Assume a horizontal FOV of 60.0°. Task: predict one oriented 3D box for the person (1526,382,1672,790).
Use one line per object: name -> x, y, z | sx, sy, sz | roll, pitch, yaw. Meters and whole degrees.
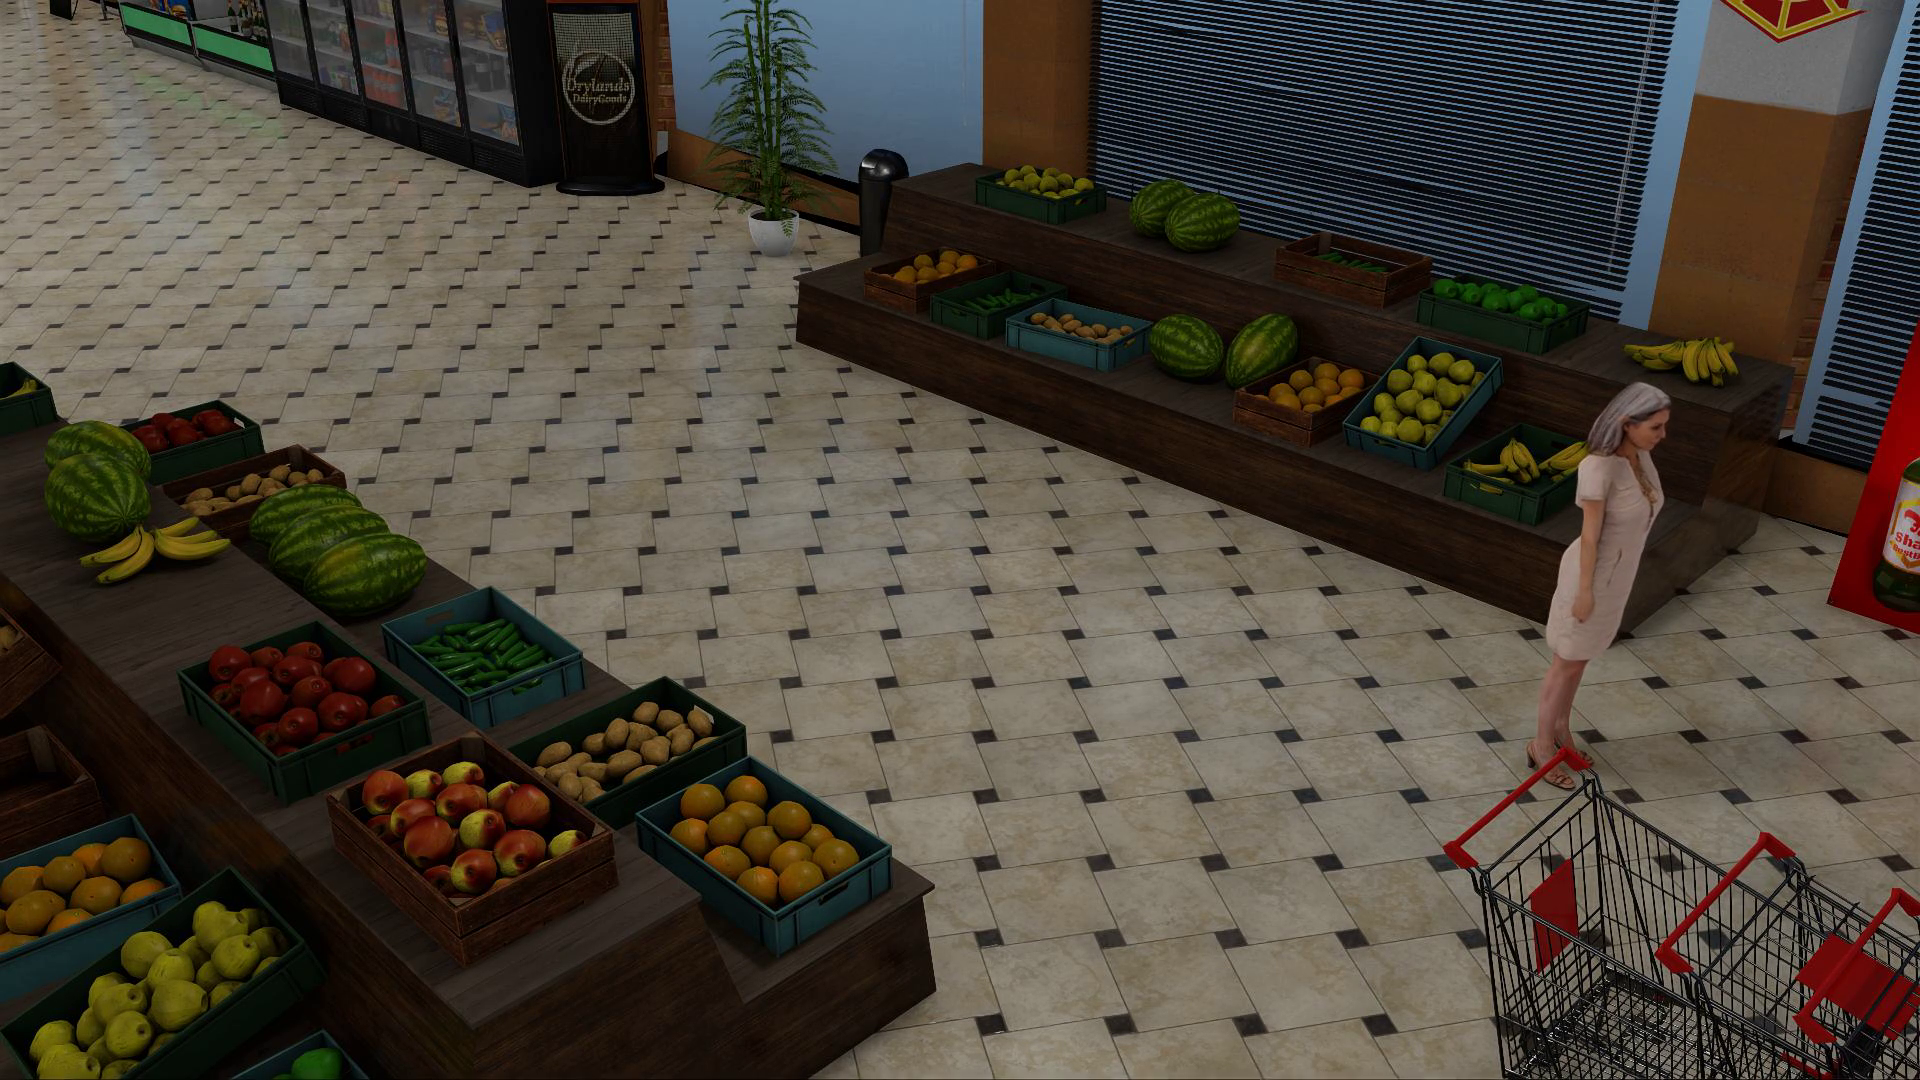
person -> 2.539, 0.177, 6.673 | 0.552, 1.737, 0.597 | 22, 34, 37
